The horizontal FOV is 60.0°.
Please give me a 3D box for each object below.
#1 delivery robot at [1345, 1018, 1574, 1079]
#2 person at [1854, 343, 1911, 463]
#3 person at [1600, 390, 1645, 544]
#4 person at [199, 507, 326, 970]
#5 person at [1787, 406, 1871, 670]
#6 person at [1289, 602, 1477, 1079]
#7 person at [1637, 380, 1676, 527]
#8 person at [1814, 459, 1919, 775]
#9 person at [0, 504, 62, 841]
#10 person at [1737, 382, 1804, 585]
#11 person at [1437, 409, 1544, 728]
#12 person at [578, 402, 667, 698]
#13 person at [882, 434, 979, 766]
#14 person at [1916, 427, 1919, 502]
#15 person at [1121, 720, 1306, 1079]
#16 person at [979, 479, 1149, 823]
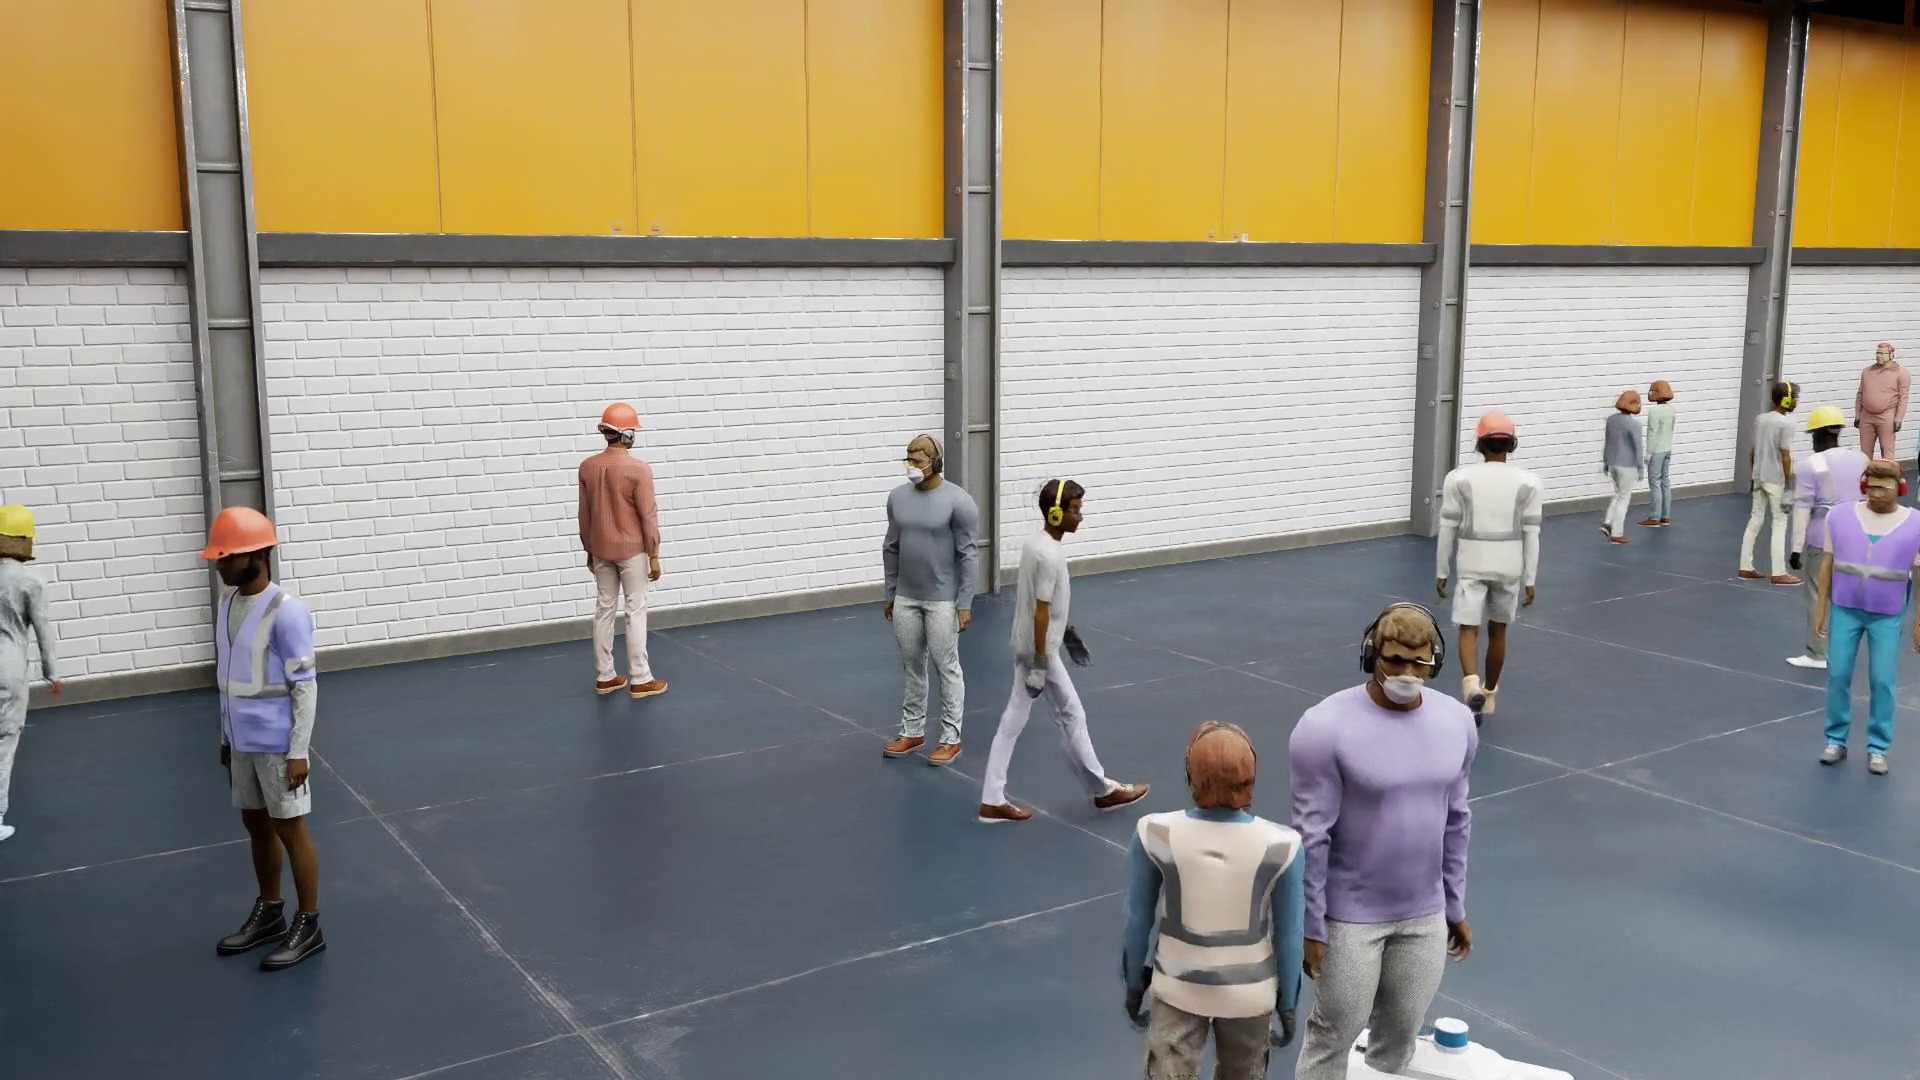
[{"bbox_3d":[1.525,1.741,5.203,0.707,0.478,0.477,5,11,28],"label":"delivery robot"},{"bbox_3d":[11.873,-1.591,21.496,0.409,1.909,0.643,-6,11,-34],"label":"person"},{"bbox_3d":[6.944,-0.759,17.352,0.351,1.618,0.520,-3,10,-18],"label":"person"},{"bbox_3d":[-2.912,0.817,6.900,0.553,1.934,0.368,6,11,34],"label":"person"},{"bbox_3d":[6.235,-0.011,11.994,0.606,1.899,0.456,-3,10,-16],"label":"person"},{"bbox_3d":[1.275,1.130,5.019,0.627,1.936,0.375,-3,10,-20],"label":"person"},{"bbox_3d":[7.772,-0.961,18.521,0.507,1.631,0.266,-8,12,-40],"label":"person"},{"bbox_3d":[5.245,0.433,9.554,0.581,1.823,0.457,7,12,37],"label":"person"},{"bbox_3d":[-4.866,0.679,8.423,0.514,1.694,0.530,0,9,-1],"label":"person"},{"bbox_3d":[7.466,-0.519,15.245,0.416,1.853,0.592,-2,10,-11],"label":"person"},{"bbox_3d":[3.321,0.192,10.450,0.618,2.019,0.872,2,10,14],"label":"person"},{"bbox_3d":[-2.277,0.070,11.220,0.622,1.994,0.381,5,10,26],"label":"person"},{"bbox_3d":[-0.190,0.345,9.732,0.636,1.938,0.358,6,11,34],"label":"person"},{"bbox_3d":[9.638,-0.619,16.271,0.533,1.697,0.318,8,12,38],"label":"person"},{"bbox_3d":[0.719,1.330,4.776,0.526,1.617,0.706,2,10,10],"label":"person"},{"bbox_3d":[0.530,0.582,8.674,0.965,1.809,0.481,-2,10,-14],"label":"person"}]
